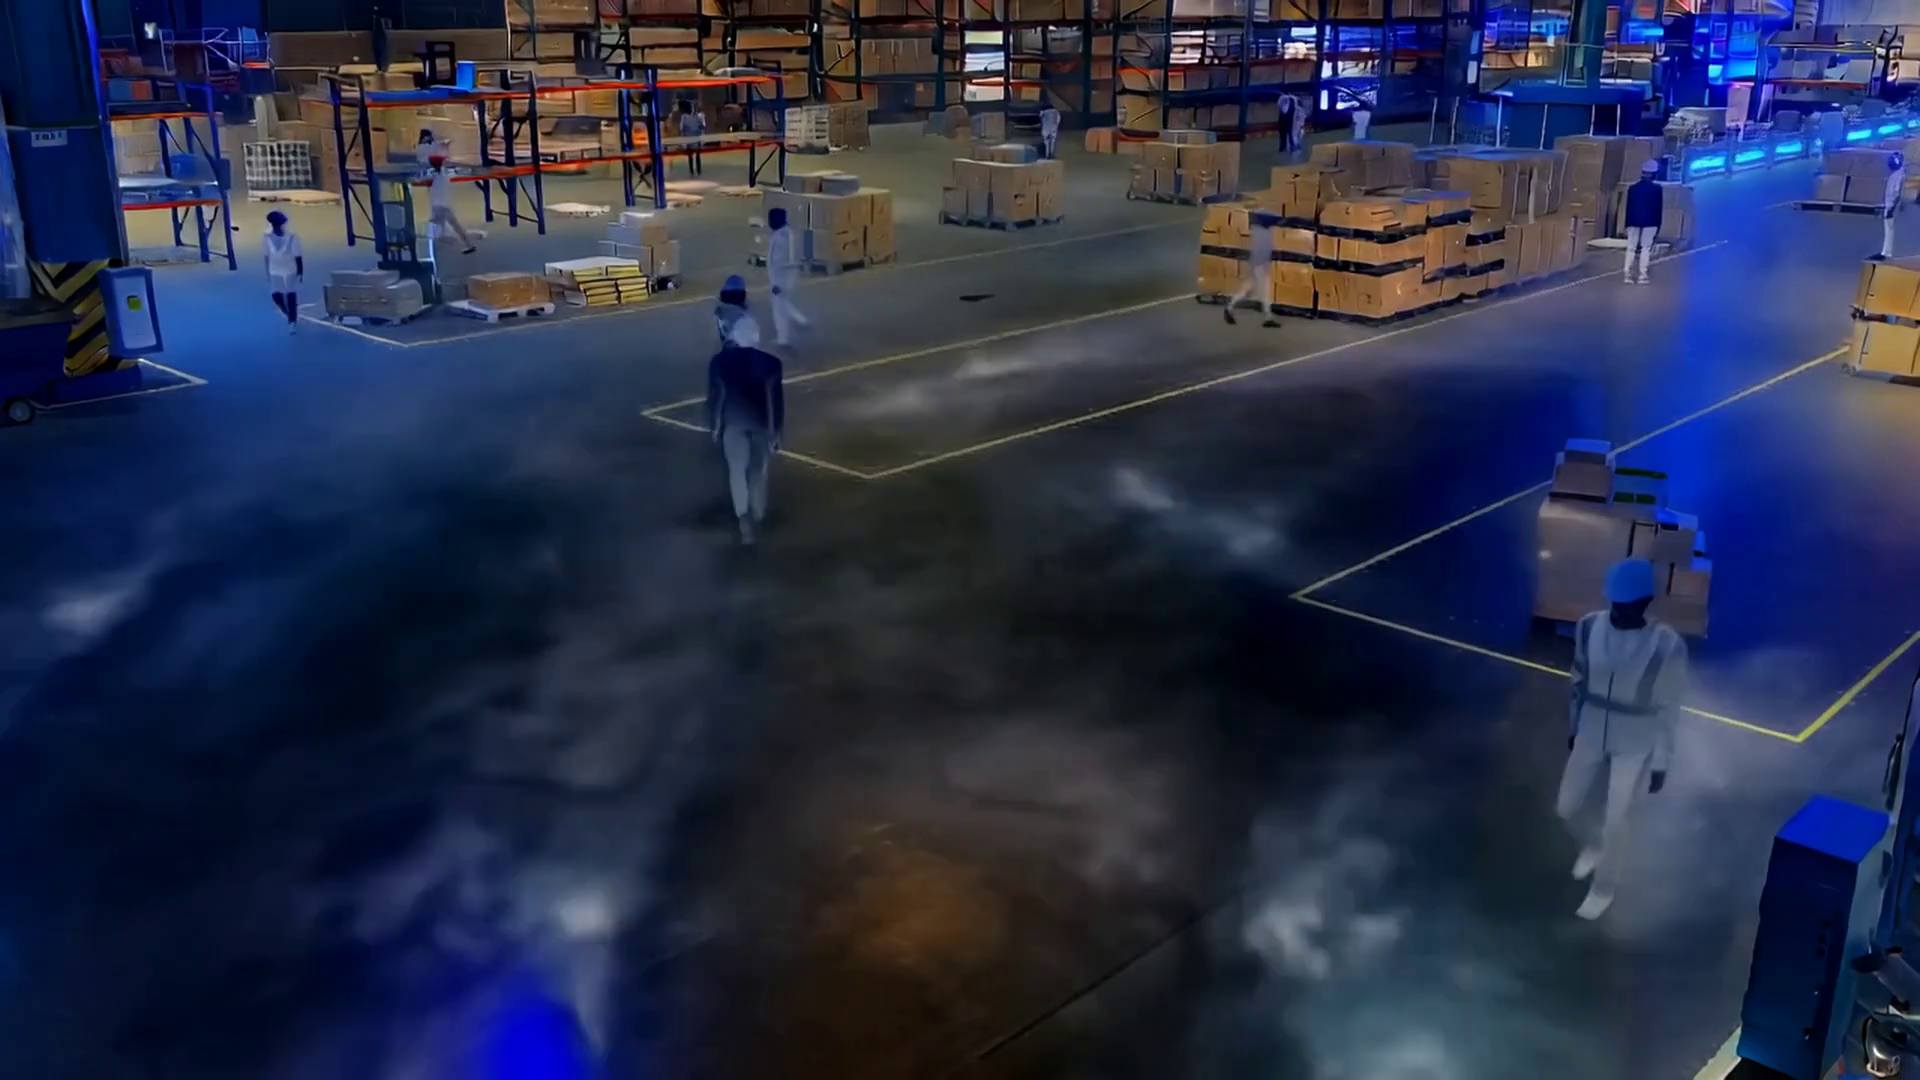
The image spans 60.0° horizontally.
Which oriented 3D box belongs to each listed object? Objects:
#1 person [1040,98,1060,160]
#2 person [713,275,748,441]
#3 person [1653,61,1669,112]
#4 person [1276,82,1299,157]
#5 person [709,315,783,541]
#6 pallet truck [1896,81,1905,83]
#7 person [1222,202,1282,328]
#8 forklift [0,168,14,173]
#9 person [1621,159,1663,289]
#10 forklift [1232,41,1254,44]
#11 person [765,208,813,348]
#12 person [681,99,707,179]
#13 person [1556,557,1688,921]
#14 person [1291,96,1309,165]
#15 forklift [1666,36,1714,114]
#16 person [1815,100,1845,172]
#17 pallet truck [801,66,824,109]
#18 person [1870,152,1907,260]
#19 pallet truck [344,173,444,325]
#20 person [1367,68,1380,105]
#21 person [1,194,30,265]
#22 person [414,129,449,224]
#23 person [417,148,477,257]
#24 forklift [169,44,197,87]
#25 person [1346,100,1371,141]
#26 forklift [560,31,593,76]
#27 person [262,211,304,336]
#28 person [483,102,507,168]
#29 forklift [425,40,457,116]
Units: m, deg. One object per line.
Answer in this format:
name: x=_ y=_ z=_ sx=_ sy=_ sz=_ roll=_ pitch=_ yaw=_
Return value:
person: x=2.441 y=-11.187 z=45.338 sx=0.548 sy=1.686 sz=0.449 roll=4 pitch=19 yaw=11
person: x=-2.307 y=-1.865 z=17.190 sx=0.483 sy=1.736 sz=0.311 roll=14 pitch=23 yaw=35
person: x=26.778 y=-17.303 z=63.455 sx=0.636 sy=1.892 sz=0.983 roll=13 pitch=22 yaw=34
person: x=9.171 y=-11.787 z=46.608 sx=0.687 sy=2.000 sz=0.538 roll=-5 pitch=19 yaw=-16
person: x=-1.816 y=-0.959 z=14.195 sx=0.635 sy=1.914 sz=0.912 roll=-2 pitch=18 yaw=-6
pallet truck: x=34.802 y=-16.331 z=61.455 sx=0.653 sy=1.274 sz=1.630 roll=17 pitch=25 yaw=41
person: x=4.088 y=-3.818 z=23.075 sx=0.811 sy=1.740 sz=0.530 roll=11 pitch=22 yaw=31
forklift: x=-24.914 y=-10.604 z=41.730 sx=1.129 sy=2.768 sz=1.873 roll=17 pitch=25 yaw=41
person: x=10.711 y=-4.949 z=26.073 sx=0.374 sy=1.997 sz=0.613 roll=-13 pitch=22 yaw=-34
forklift: x=9.711 y=-15.715 z=57.130 sx=1.129 sy=2.768 sz=1.873 roll=17 pitch=25 yaw=41
person: x=-2.280 y=-3.404 z=21.695 sx=0.520 sy=1.829 sz=0.632 roll=2 pitch=18 yaw=6
person: x=-6.611 y=-10.011 z=41.447 sx=0.616 sy=1.927 sz=0.978 roll=-3 pitch=19 yaw=-10
person: x=3.290 y=0.985 z=8.331 sx=0.445 sy=1.915 sz=0.588 roll=-17 pitch=25 yaw=-41
person: x=8.643 y=-10.321 z=42.353 sx=0.372 sy=1.933 sz=0.552 roll=0 pitch=18 yaw=-1
forklift: x=27.341 y=-17.291 z=61.877 sx=1.129 sy=2.768 sz=1.873 roll=17 pitch=25 yaw=41
person: x=22.256 y=-10.323 z=42.573 sx=0.595 sy=1.806 sz=0.804 roll=16 pitch=24 yaw=39
pallet truck: x=-4.812 y=-15.182 z=56.903 sx=0.823 sy=1.965 sz=1.885 roll=-9 pitch=21 yaw=-26
person: x=15.957 y=-5.689 z=28.508 sx=0.319 sy=1.866 sz=0.532 roll=7 pitch=20 yaw=20
pallet truck: x=-8.209 y=-4.181 z=23.757 sx=0.823 sy=1.965 sz=1.885 roll=3 pitch=19 yaw=9
person: x=15.951 y=-17.345 z=64.003 sx=0.525 sy=1.616 sz=0.505 roll=-7 pitch=20 yaw=-20
person: x=-12.927 y=-3.841 z=22.972 sx=0.506 sy=1.847 sz=0.345 roll=0 pitch=18 yaw=-1
person: x=-10.550 y=-7.290 z=33.332 sx=0.668 sy=1.870 sz=0.862 roll=-8 pitch=20 yaw=-22
person: x=-9.072 y=-5.935 z=29.246 sx=1.031 sy=1.879 sz=0.587 roll=-5 pitch=19 yaw=-15
forklift: x=-24.644 y=-14.331 z=52.958 sx=1.129 sy=2.768 sz=1.873 roll=17 pitch=25 yaw=41
person: x=10.192 y=-10.286 z=42.438 sx=0.538 sy=1.831 sz=0.965 roll=-7 pitch=20 yaw=-20
forklift: x=-15.607 y=-19.587 z=68.793 sx=1.129 sy=2.768 sz=1.873 roll=17 pitch=25 yaw=41
person: x=-9.172 y=-3.643 z=22.621 sx=0.541 sy=1.683 sz=0.466 roll=-1 pitch=18 yaw=-4
person: x=-11.550 y=-9.997 z=41.404 sx=0.587 sy=1.920 sz=0.391 roll=-1 pitch=18 yaw=-2
forklift: x=-17.704 y=-15.690 z=57.052 sx=1.873 sy=2.768 sz=1.129 roll=17 pitch=25 yaw=41
